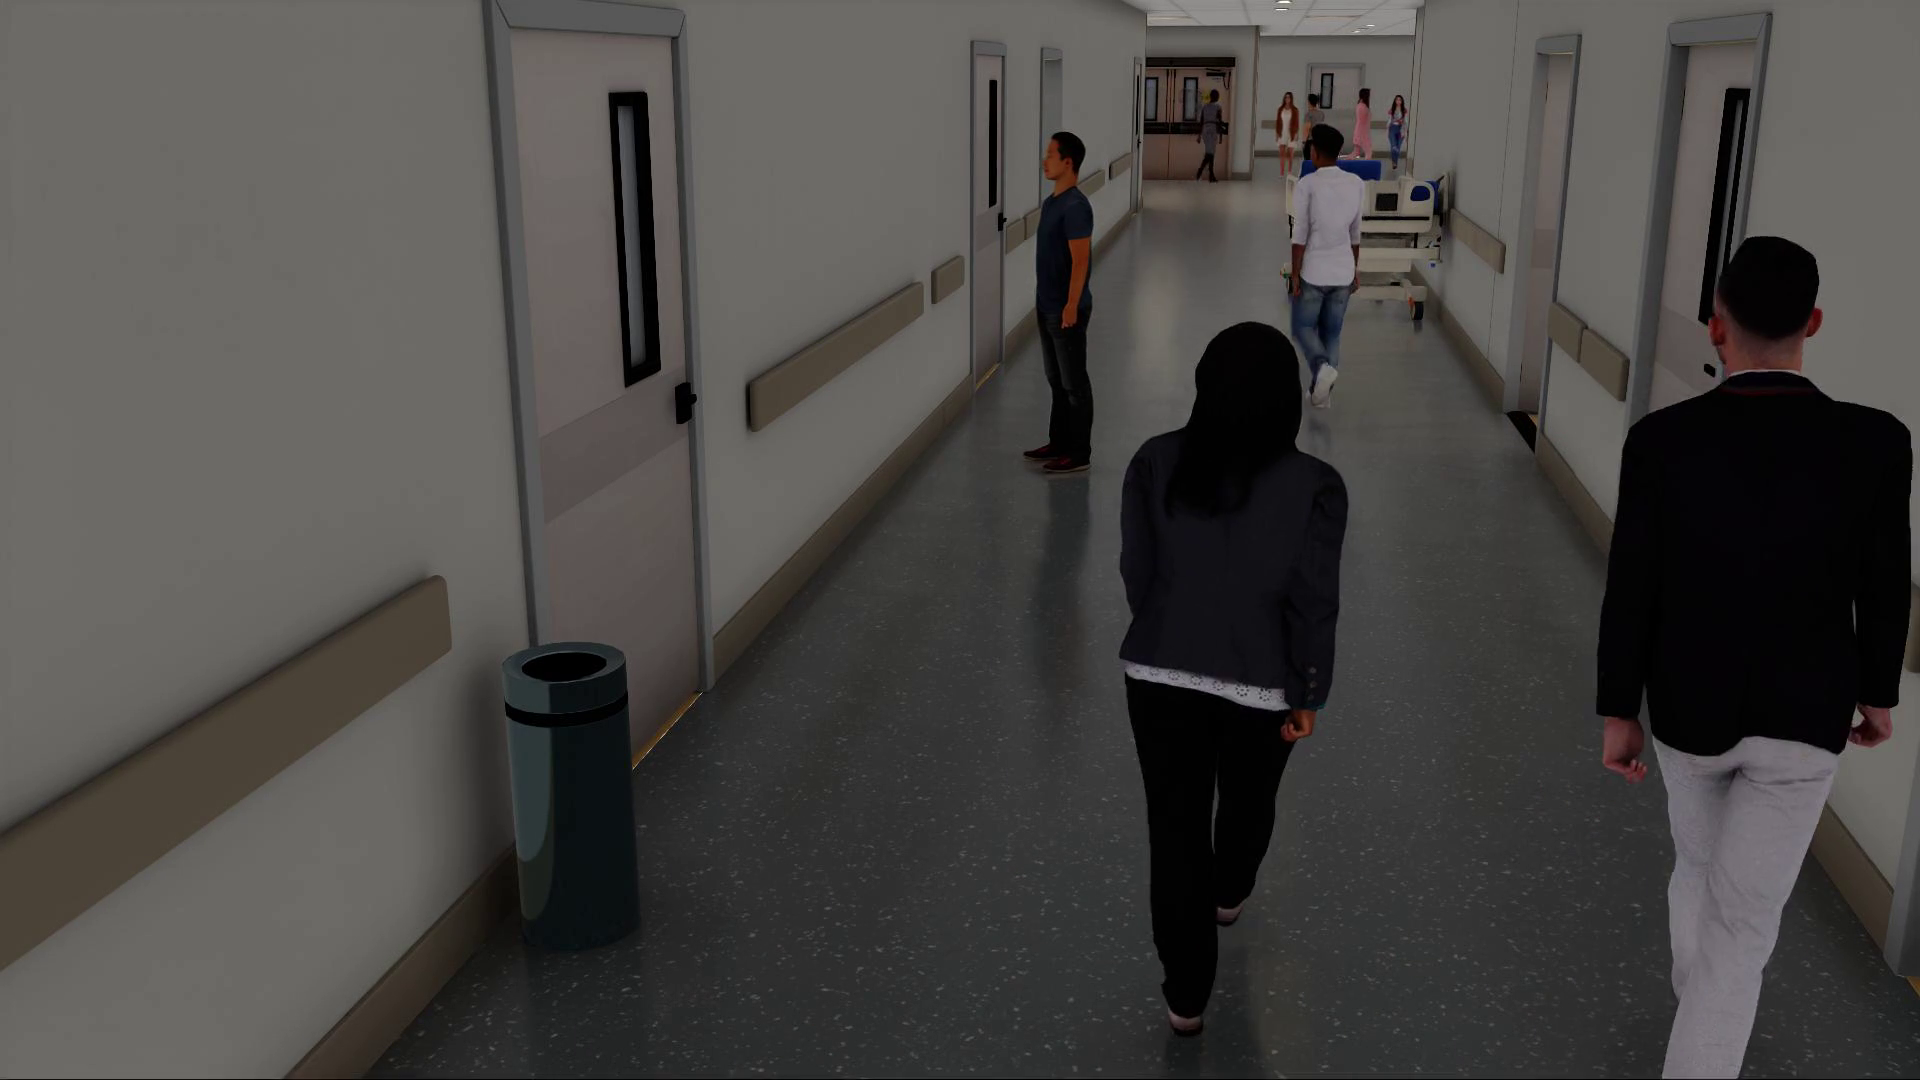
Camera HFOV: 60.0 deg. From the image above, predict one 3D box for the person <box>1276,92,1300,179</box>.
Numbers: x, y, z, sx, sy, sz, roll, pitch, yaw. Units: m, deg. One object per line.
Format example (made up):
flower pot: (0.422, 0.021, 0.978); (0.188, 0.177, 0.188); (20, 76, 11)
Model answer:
person: (6.669, -8.235, 33.881); (0.976, 1.695, 0.774); (5, 17, 18)

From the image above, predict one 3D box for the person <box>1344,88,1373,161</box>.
person: (7.802, -7.933, 32.671); (1.144, 1.771, 0.796); (-1, 16, -3)

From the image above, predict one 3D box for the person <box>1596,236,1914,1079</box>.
person: (1.437, 0.407, 3.076); (1.282, 1.778, 1.052); (10, 18, 30)

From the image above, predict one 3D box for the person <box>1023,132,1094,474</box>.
person: (0.570, -1.279, 8.999); (0.695, 1.810, 0.720); (-4, 16, -14)

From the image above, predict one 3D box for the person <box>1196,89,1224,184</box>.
person: (4.724, -7.645, 31.693); (1.216, 1.748, 1.119); (12, 20, 36)

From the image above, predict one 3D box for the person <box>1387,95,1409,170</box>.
person: (9.713, -9.045, 36.983); (0.993, 1.573, 0.688); (2, 16, 8)

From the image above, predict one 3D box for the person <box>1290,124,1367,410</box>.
person: (2.320, -1.686, 10.475); (0.949, 1.792, 0.878); (-2, 16, -8)

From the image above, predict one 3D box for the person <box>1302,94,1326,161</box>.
person: (6.576, -7.441, 31.028); (0.667, 1.717, 0.742); (-9, 18, -30)

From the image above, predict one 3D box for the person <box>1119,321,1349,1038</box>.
person: (0.565, 0.342, 3.720); (0.993, 1.555, 0.735); (4, 16, 13)
